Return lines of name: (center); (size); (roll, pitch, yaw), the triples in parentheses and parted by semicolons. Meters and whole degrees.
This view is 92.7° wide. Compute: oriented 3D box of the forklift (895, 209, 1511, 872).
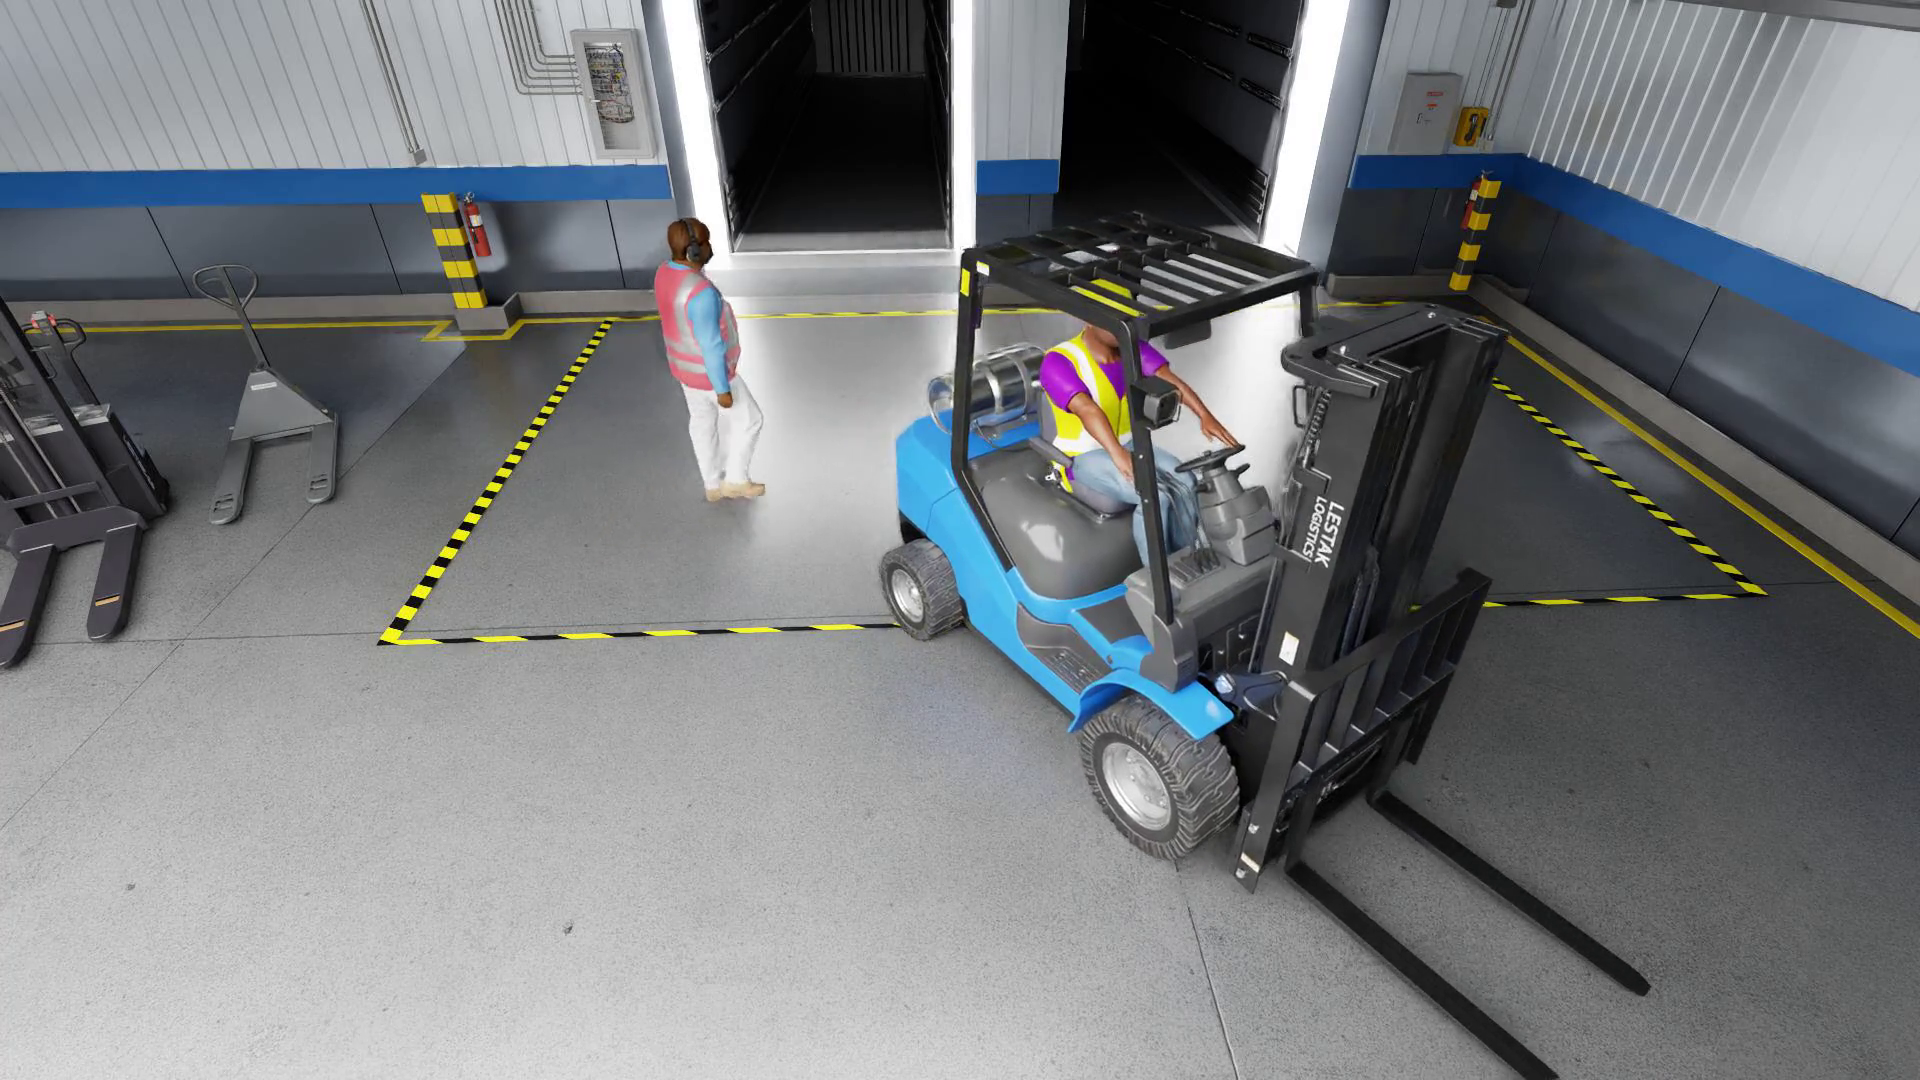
forklift: (0.761, -0.269, 4.065); (1.157, 2.036, 2.680); (-22, 41, -29)

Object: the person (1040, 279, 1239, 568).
person: (0.790, -0.392, 3.915); (0.635, 1.294, 1.004); (-22, 41, -29)

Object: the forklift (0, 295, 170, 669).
forklift: (-5.212, -0.618, 4.878); (0.823, 1.965, 1.885); (-20, 39, -26)

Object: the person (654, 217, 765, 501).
person: (-1.534, -1.042, 5.627); (0.461, 1.832, 0.649); (-25, 42, -32)

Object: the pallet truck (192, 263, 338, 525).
pallet truck: (-4.778, -1.027, 6.128); (0.680, 1.201, 1.601); (-17, 38, -23)
